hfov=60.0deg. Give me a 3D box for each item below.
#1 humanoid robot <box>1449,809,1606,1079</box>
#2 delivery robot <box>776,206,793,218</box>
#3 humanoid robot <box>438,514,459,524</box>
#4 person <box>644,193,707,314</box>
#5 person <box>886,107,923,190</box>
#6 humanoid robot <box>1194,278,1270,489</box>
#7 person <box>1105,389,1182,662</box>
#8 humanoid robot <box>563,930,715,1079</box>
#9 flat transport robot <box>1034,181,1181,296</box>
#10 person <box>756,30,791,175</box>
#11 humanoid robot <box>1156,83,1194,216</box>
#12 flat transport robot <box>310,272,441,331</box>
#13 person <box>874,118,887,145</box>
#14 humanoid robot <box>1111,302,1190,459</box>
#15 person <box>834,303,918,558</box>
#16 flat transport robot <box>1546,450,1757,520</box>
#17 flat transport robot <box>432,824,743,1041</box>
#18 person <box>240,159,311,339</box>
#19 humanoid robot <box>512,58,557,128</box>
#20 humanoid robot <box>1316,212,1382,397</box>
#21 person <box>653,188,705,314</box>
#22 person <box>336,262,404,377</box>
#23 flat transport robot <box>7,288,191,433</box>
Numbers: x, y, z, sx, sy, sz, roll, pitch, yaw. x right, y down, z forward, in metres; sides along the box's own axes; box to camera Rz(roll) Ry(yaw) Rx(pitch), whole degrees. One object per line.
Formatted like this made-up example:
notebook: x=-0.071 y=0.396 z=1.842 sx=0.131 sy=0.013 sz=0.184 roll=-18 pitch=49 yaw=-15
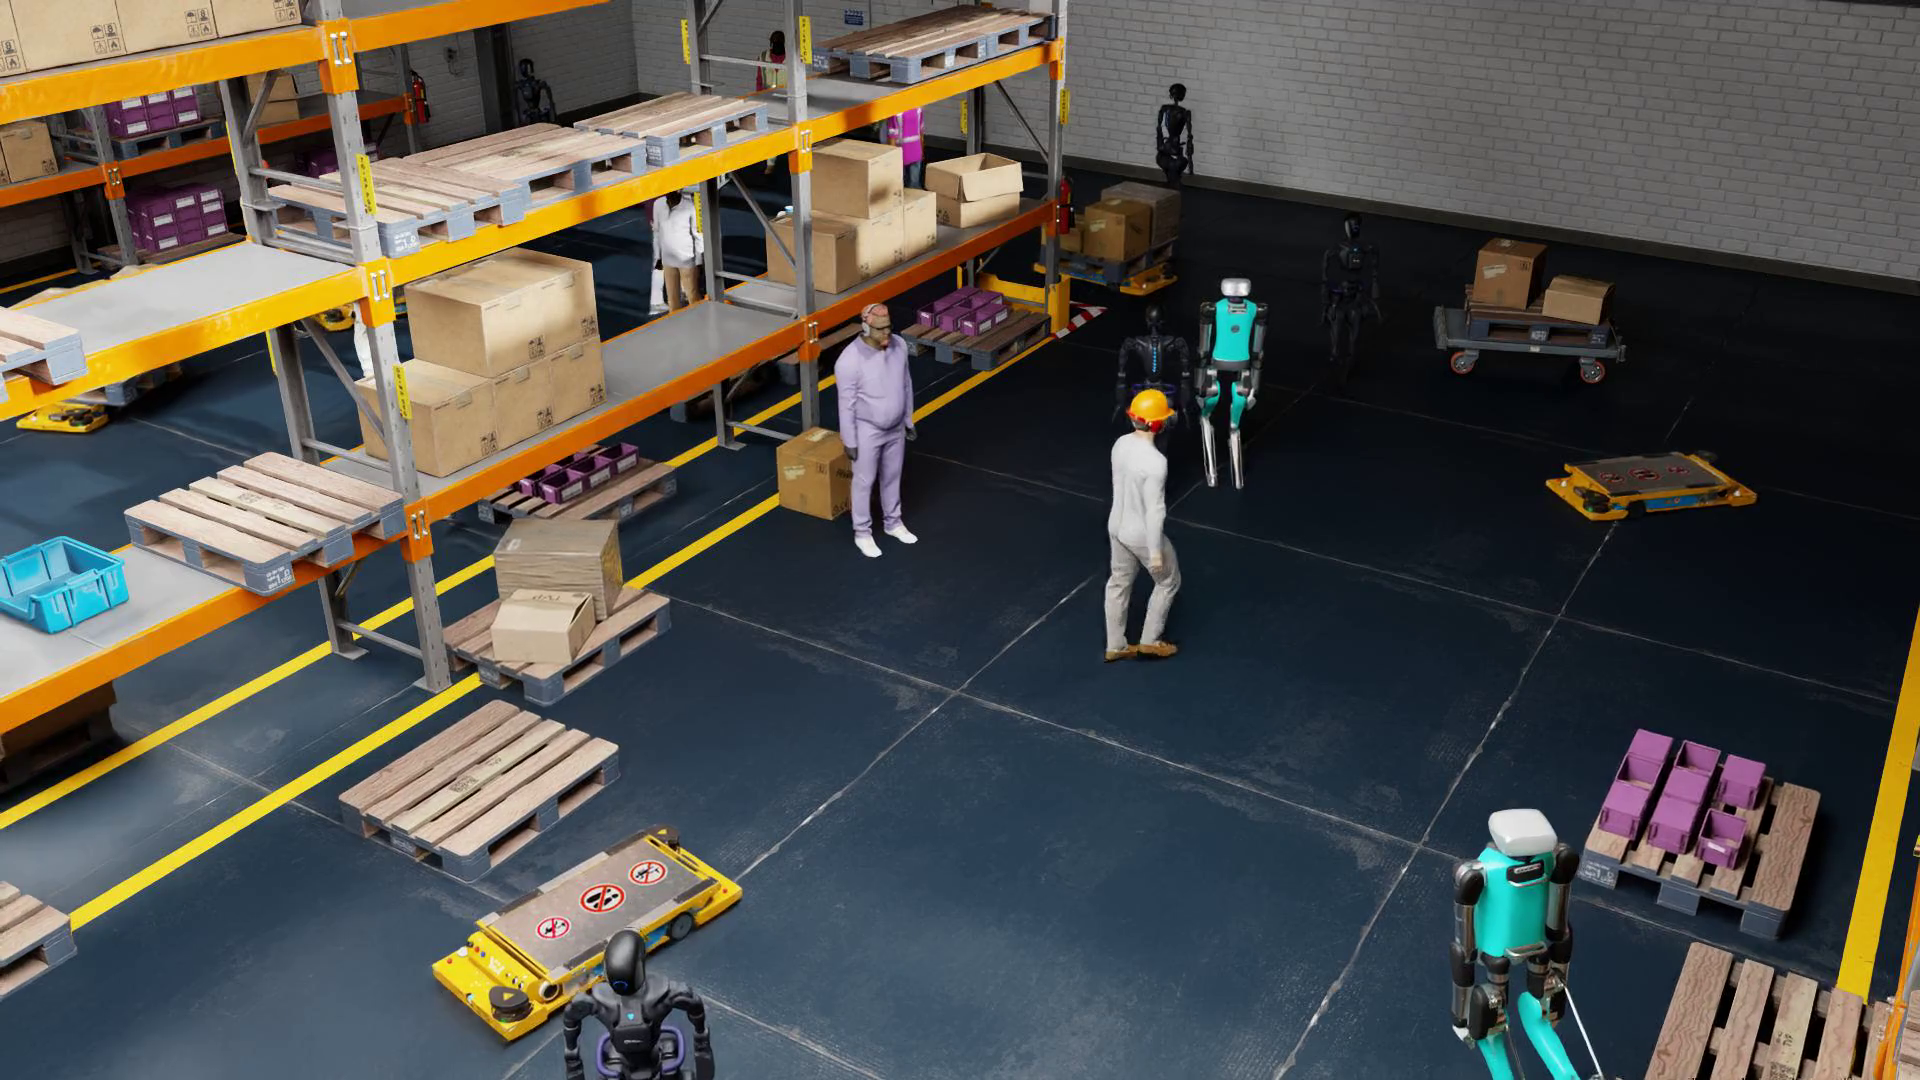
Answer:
humanoid robot: x=2.291 y=1.987 z=6.697 sx=0.556 sy=1.768 sz=0.947 roll=-7 pitch=28 yaw=-14
delivery robot: x=-1.900 y=-3.447 z=18.678 sx=0.499 sy=0.598 sz=0.802 roll=-1 pitch=27 yaw=-2
humanoid robot: x=-3.880 y=-0.917 z=12.461 sx=0.531 sy=1.783 sz=1.046 roll=5 pitch=27 yaw=10
person: x=-2.860 y=-3.284 z=16.809 sx=0.833 sy=1.895 sz=0.518 roll=-18 pitch=32 yaw=-31
person: x=-0.626 y=-4.447 z=19.236 sx=0.620 sy=1.828 sz=0.548 roll=-16 pitch=31 yaw=-29
humanoid robot: x=2.064 y=-1.236 z=13.025 sx=0.532 sy=1.810 sz=0.668 roll=0 pitch=27 yaw=0
person: x=1.208 y=-0.077 z=10.569 sx=0.611 sy=1.877 sz=0.613 roll=-14 pitch=30 yaw=-26
humanoid robot: x=-1.234 y=2.133 z=6.498 sx=0.612 sy=1.608 sz=0.825 roll=-4 pitch=27 yaw=-8
flat transport robot: x=1.569 y=-2.926 z=17.964 sx=1.431 sy=0.231 sz=0.659 roll=20 pitch=33 yaw=34
person: x=-2.345 y=-5.696 z=21.687 sx=0.626 sy=1.843 sz=0.429 roll=2 pitch=27 yaw=3
humanoid robot: x=2.466 y=-4.566 z=19.668 sx=0.669 sy=1.639 sz=0.601 roll=-21 pitch=34 yaw=-35
flat transport robot: x=-5.867 y=-2.448 z=17.022 sx=1.431 sy=0.231 sz=0.659 roll=-20 pitch=33 yaw=-34
person: x=-0.940 y=-5.325 z=21.201 sx=0.355 sy=1.642 sz=0.507 roll=10 pitch=28 yaw=18
humanoid robot: x=1.456 y=-1.025 z=12.652 sx=0.597 sy=1.651 sz=0.340 roll=1 pitch=27 yaw=3
person: x=-0.582 y=-0.795 z=11.967 sx=0.642 sy=1.904 sz=0.403 roll=-24 pitch=35 yaw=-39
flat transport robot: x=5.419 y=-0.425 z=13.035 sx=1.431 sy=0.231 sz=0.659 roll=-6 pitch=27 yaw=-11
flat transport robot: x=-1.855 y=1.936 z=8.383 sx=0.659 sy=0.231 sz=1.431 roll=23 pitch=35 yaw=37
person: x=-6.646 y=-2.810 z=16.094 sx=0.571 sy=1.748 sz=0.341 roll=21 pitch=34 yaw=36
humanoid robot: x=-5.359 y=-5.290 z=21.139 sx=0.607 sy=1.637 sz=0.787 roll=4 pitch=27 yaw=8
humanoid robot: x=3.455 y=-2.088 z=14.760 sx=0.589 sy=1.654 sz=0.345 roll=-5 pitch=27 yaw=-10
person: x=-2.686 y=-2.690 z=15.857 sx=0.563 sy=1.752 sz=0.335 roll=13 pitch=30 yaw=24
person: x=-5.285 y=-2.326 z=14.946 sx=0.371 sy=1.933 sz=0.627 roll=16 pitch=31 yaw=29
flat transport robot: x=-7.635 y=-1.314 z=14.788 sx=0.659 sy=0.231 sz=1.431 roll=4 pitch=27 yaw=8
